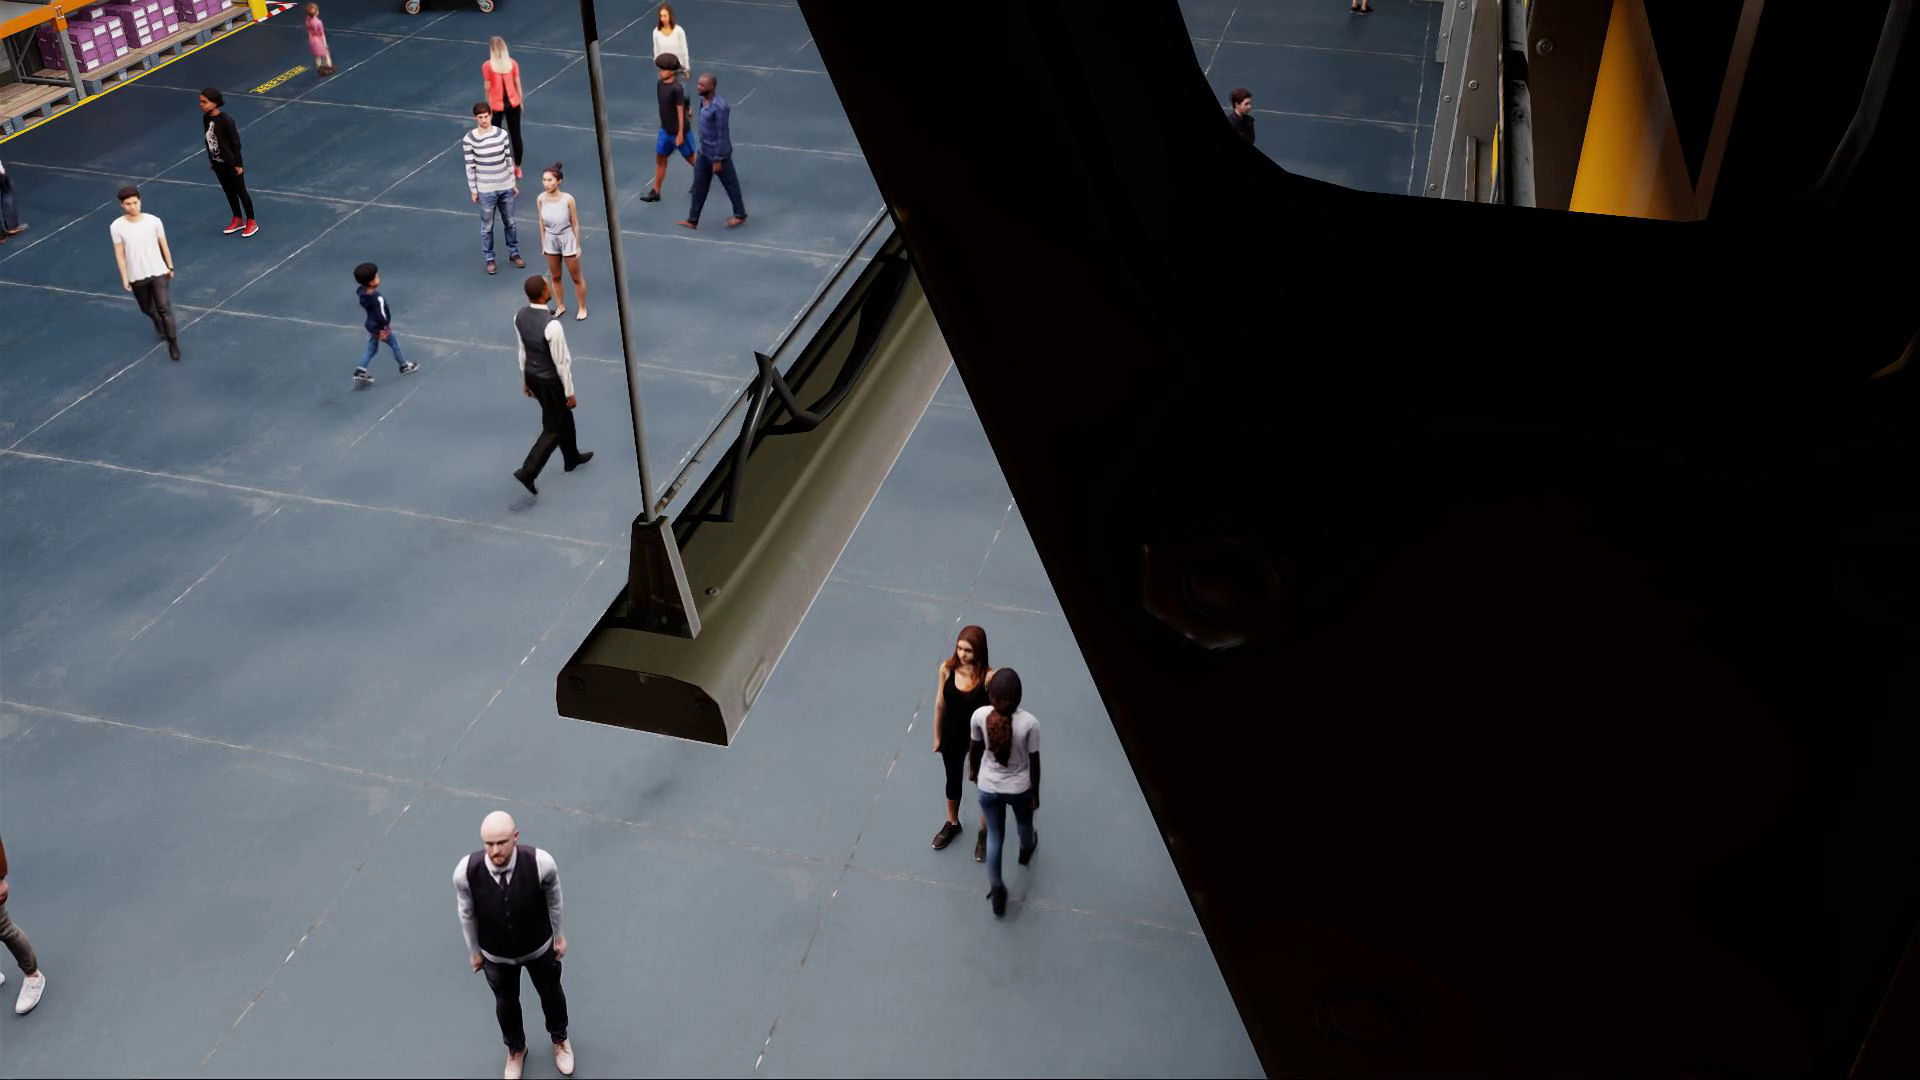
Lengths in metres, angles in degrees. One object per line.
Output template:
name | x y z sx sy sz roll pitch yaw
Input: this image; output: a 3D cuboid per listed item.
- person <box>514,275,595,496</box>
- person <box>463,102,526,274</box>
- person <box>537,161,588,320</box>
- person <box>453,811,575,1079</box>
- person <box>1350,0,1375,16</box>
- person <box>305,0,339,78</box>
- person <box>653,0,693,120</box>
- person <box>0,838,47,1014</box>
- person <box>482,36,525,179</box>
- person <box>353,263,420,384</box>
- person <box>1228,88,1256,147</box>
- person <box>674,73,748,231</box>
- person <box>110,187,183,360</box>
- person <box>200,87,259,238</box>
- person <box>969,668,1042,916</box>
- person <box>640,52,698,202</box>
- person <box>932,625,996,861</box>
person | -3.526 -1.276 13.962 0.996 1.891 1.278 22 40 30
person | -4.980 -3.784 17.771 0.708 1.852 0.764 -17 37 -24
person | -4.029 -3.020 16.839 0.572 1.610 0.553 5 34 7
person | -2.348 2.155 8.860 0.781 1.824 0.776 -8 34 -11
person | 6.326 -9.012 25.902 0.664 1.558 0.634 -28 42 -35
person | -9.063 -7.019 23.395 0.439 1.013 0.548 6 34 9
person | -3.646 -6.040 21.333 0.709 1.666 0.901 3 34 5
person | -5.560 1.879 9.262 0.742 1.839 0.742 4 34 6
person | -5.459 -5.181 20.030 0.823 1.677 0.885 -16 37 -22
person | -5.562 -2.028 15.718 0.776 1.198 0.945 28 43 35
person | 2.945 -3.921 17.912 0.840 1.923 0.672 22 40 30
person | -2.659 -4.350 18.686 1.223 1.780 1.123 -21 39 -29
person | -7.926 -2.641 16.189 1.008 1.698 1.131 -13 36 -18
person | -8.207 -4.241 18.618 0.623 1.675 0.562 13 36 18
person | 0.255 1.524 9.918 0.647 1.703 0.938 7 34 10
person | -3.246 -4.817 19.422 1.004 1.743 1.245 28 43 35
person | 0.059 1.235 10.333 0.597 1.726 0.550 13 36 19
